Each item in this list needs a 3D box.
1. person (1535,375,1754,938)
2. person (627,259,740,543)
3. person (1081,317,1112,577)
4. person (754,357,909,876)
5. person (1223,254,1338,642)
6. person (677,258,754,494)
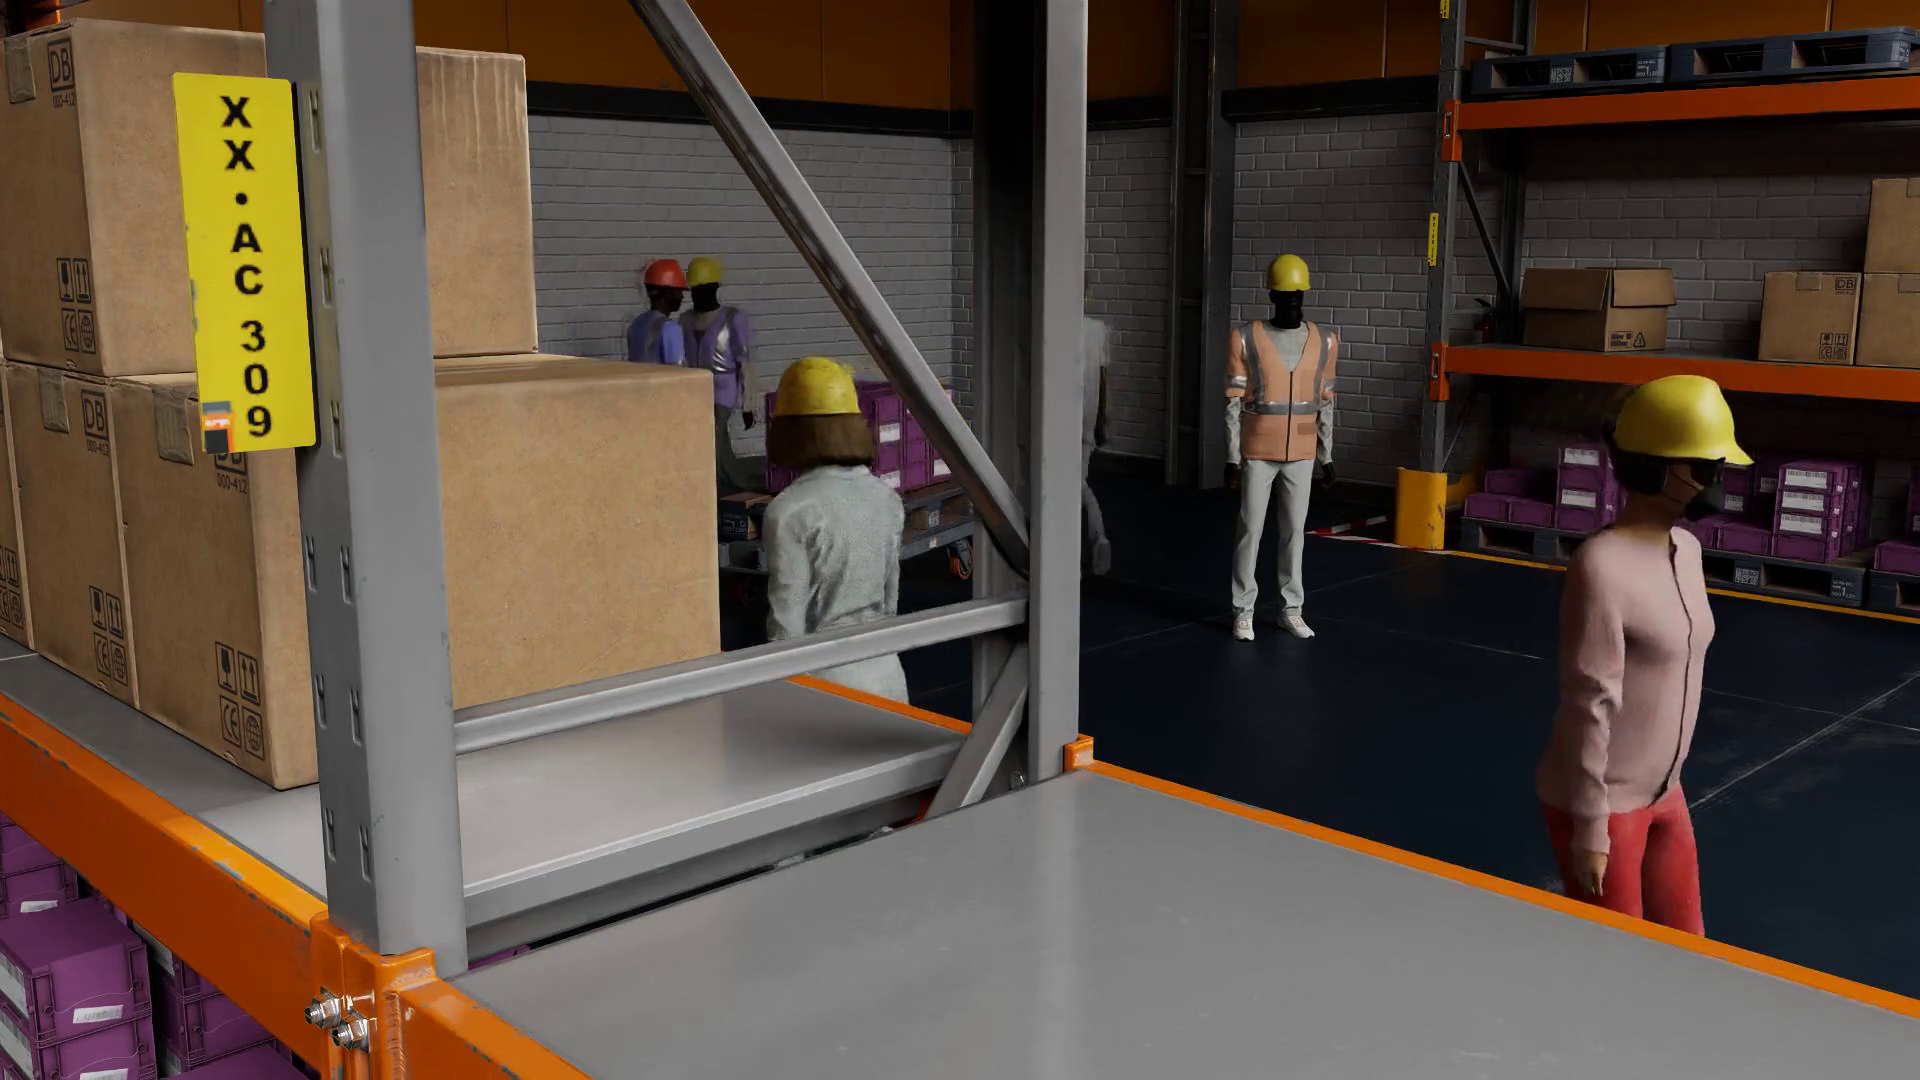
[{"bbox_3d":[1.349,0.523,3.491,0.527,1.752,0.478,-9,14,-42],"label":"person"},{"bbox_3d":[-1.828,-0.771,10.202,1.016,1.882,0.557,-6,12,-29],"label":"person"},{"bbox_3d":[0.667,-0.655,9.643,0.538,1.846,0.472,-6,12,-28],"label":"person"},{"bbox_3d":[-0.346,0.403,4.225,0.620,1.715,0.553,8,13,38],"label":"person"},{"bbox_3d":[1.601,-0.452,8.314,0.585,1.929,0.371,-2,11,-8],"label":"person"},{"bbox_3d":[-1.692,-0.986,11.380,0.605,1.878,1.000,7,13,35],"label":"person"}]
